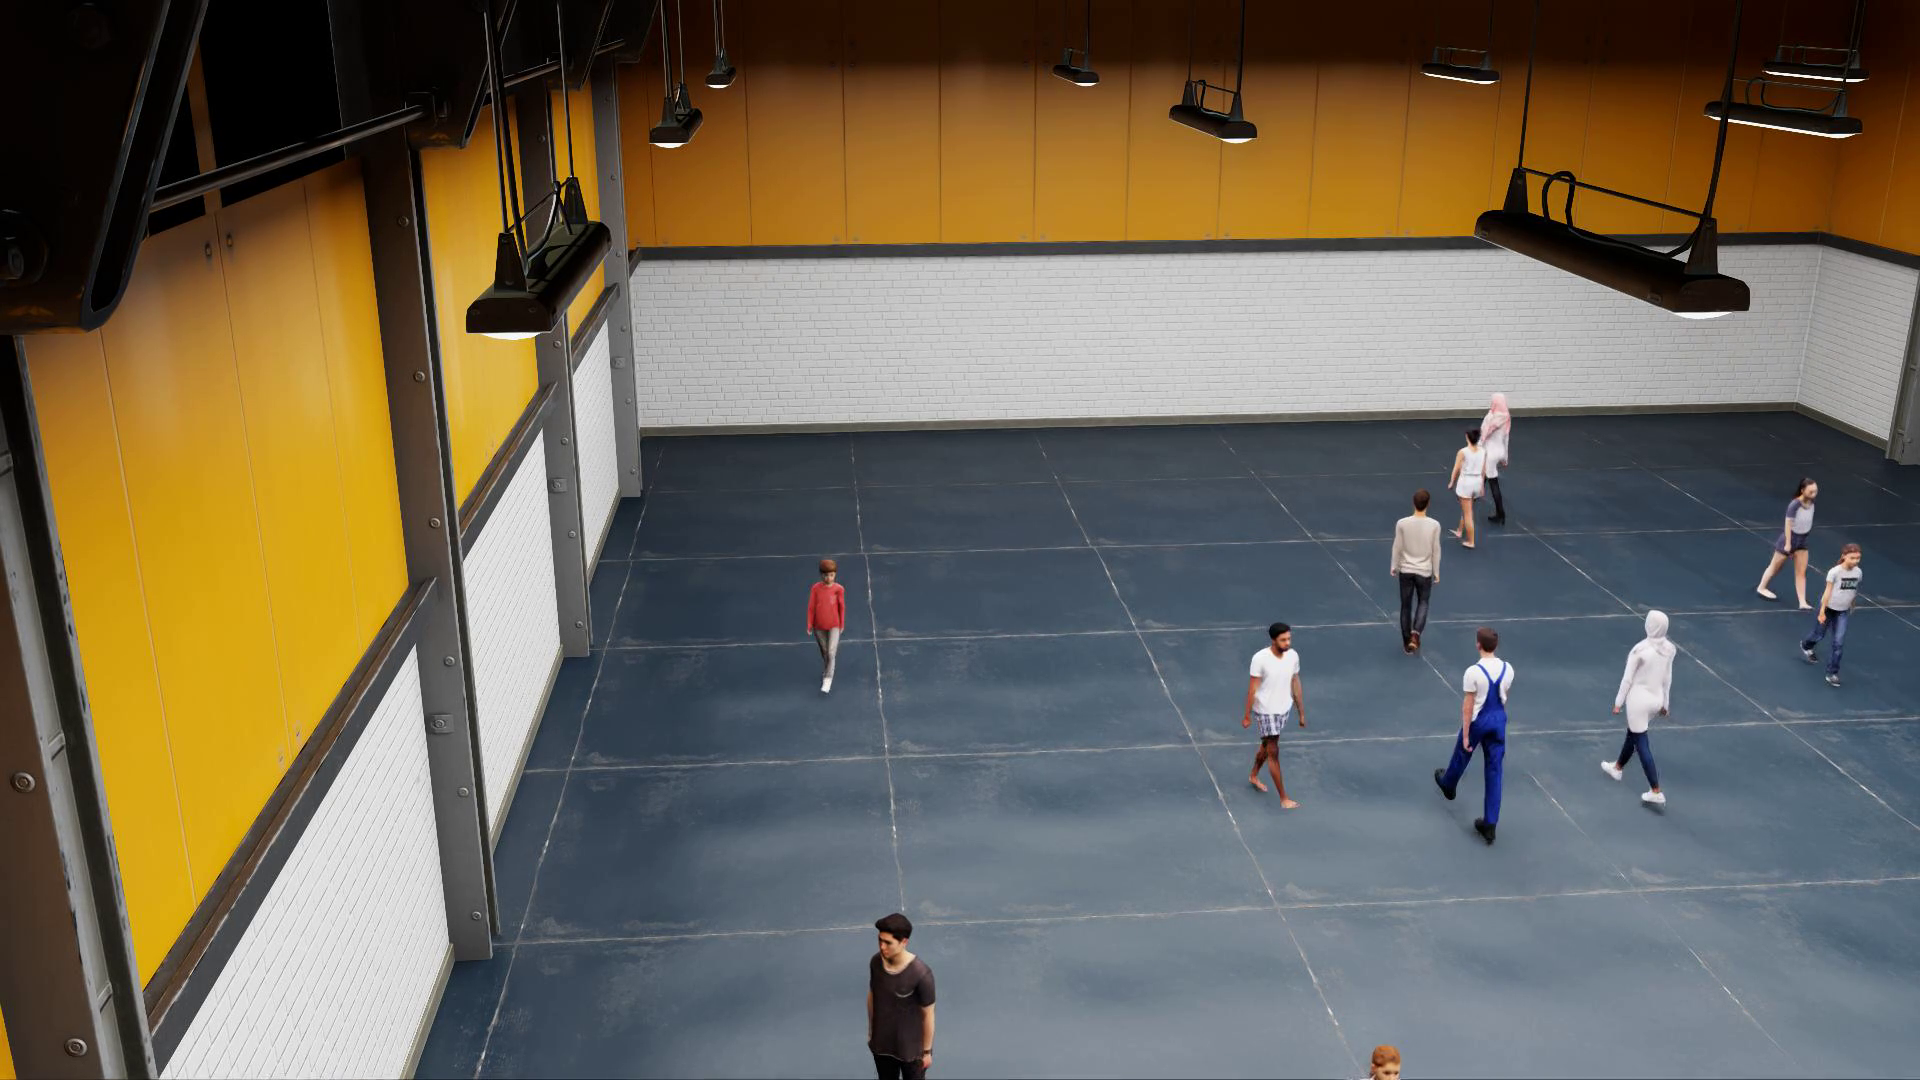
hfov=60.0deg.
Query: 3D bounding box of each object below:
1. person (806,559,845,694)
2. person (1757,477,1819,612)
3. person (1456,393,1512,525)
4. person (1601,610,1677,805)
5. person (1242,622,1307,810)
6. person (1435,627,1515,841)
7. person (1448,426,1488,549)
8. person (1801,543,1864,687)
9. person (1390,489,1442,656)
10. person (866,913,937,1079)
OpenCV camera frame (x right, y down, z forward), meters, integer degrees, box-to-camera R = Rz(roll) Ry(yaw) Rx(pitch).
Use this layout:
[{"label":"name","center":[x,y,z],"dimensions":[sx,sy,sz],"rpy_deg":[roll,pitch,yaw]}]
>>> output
[{"label":"person","center":[-1.389,0.862,17.389],"dimensions":[0.665,1.379,1.010],"rpy_deg":[3,19,7]},{"label":"person","center":[9.732,0.020,19.565],"dimensions":[0.753,1.587,1.120],"rpy_deg":[-7,20,-20]},{"label":"person","center":[7.279,-1.071,22.524],"dimensions":[1.023,1.766,1.209],"rpy_deg":[-14,23,-35]},{"label":"person","center":[6.158,1.521,14.869],"dimensions":[0.797,1.738,1.176],"rpy_deg":[-6,19,-16]},{"label":"person","center":[2.761,1.515,14.962],"dimensions":[0.940,1.691,1.170],"rpy_deg":[-9,21,-25]},{"label":"person","center":[4.541,1.694,14.268],"dimensions":[0.634,1.794,1.221],"rpy_deg":[-2,19,-6]},{"label":"person","center":[6.654,-0.668,21.587],"dimensions":[0.673,1.599,0.895],"rpy_deg":[-6,20,-17]},{"label":"person","center":[9.214,0.722,17.582],"dimensions":[0.642,1.521,1.080],"rpy_deg":[1,19,3]},{"label":"person","center":[4.950,0.378,18.076],"dimensions":[0.755,1.859,0.718],"rpy_deg":[5,19,15]},{"label":"person","center":[-0.366,3.068,10.314],"dimensions":[0.705,1.714,0.739],"rpy_deg":[12,22,32]}]
